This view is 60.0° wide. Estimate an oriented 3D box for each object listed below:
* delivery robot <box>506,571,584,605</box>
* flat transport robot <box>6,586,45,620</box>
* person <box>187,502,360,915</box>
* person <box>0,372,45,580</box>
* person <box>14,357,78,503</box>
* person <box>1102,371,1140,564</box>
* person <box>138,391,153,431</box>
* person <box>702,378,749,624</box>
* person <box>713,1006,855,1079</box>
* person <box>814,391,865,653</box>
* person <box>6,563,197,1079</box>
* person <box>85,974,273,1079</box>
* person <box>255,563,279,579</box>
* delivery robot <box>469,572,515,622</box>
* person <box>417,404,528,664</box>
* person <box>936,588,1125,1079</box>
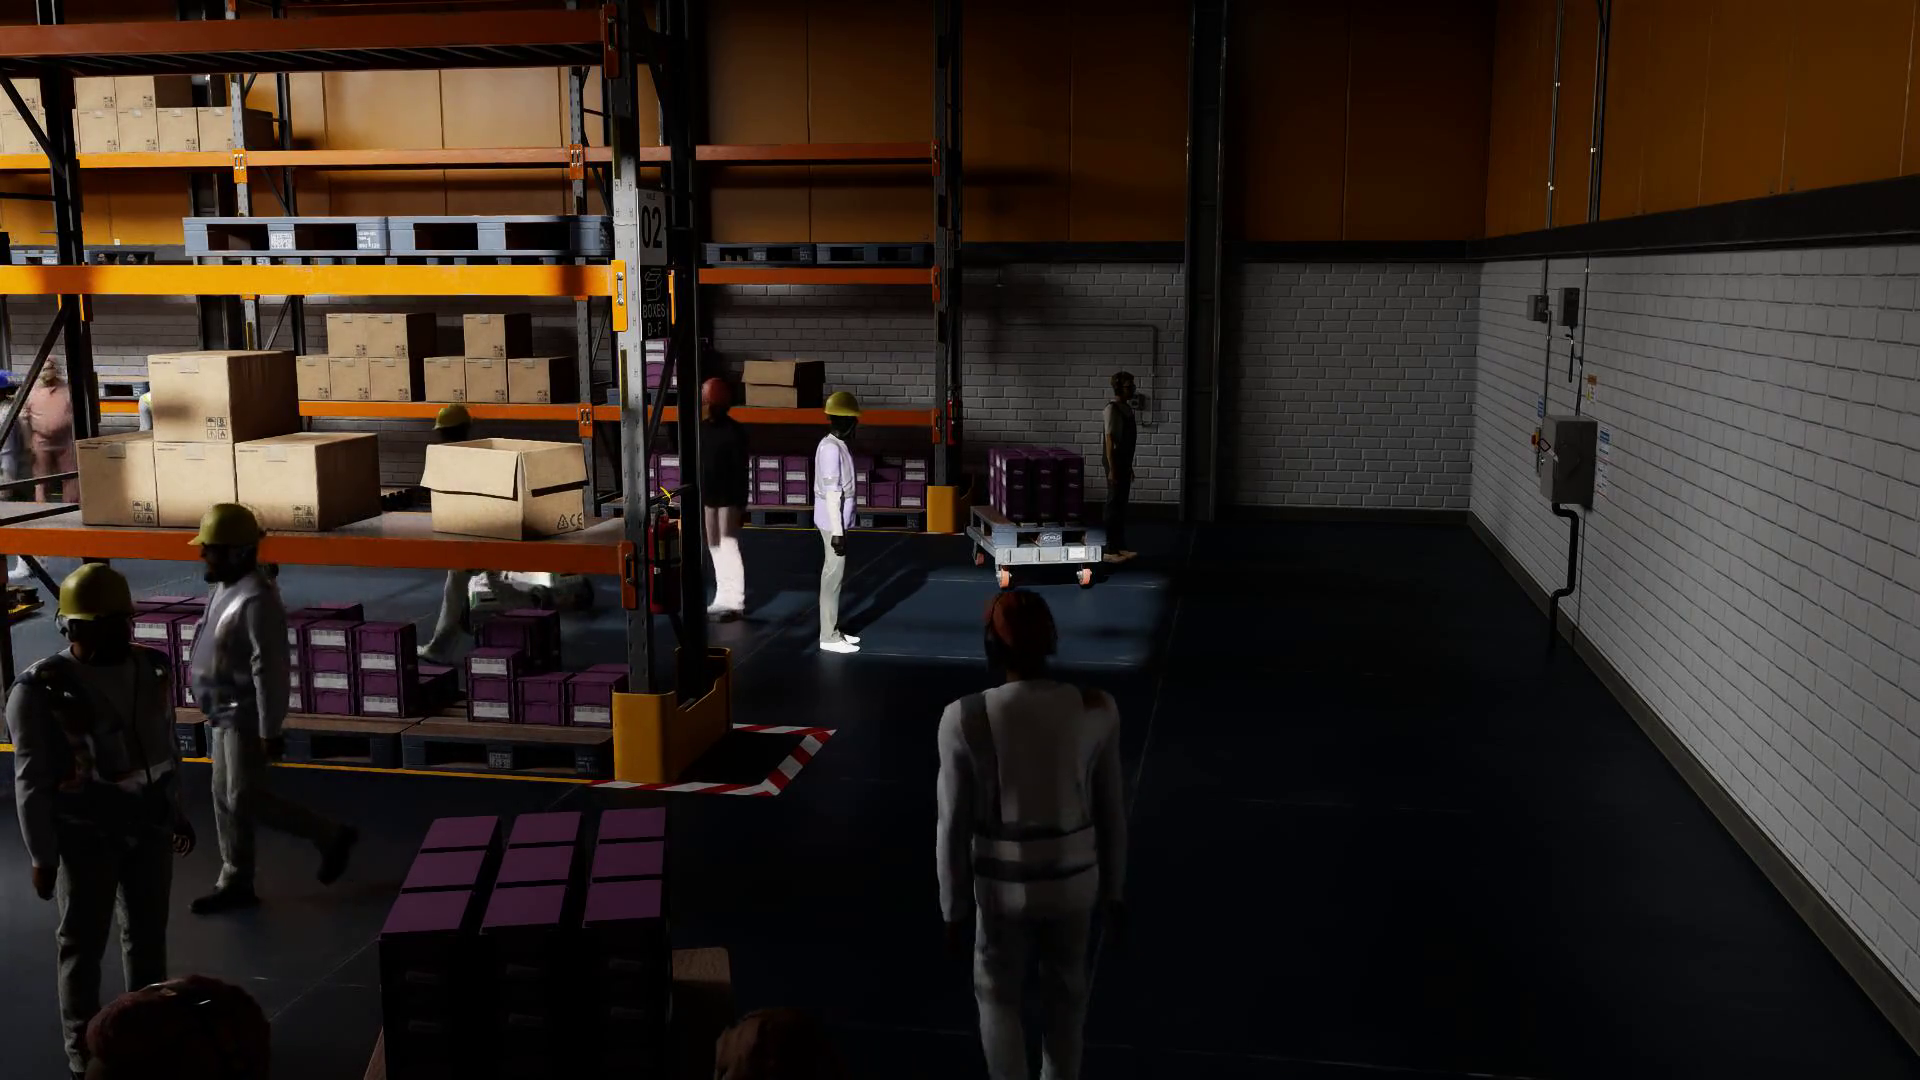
[{"bbox_3d":[-3.434,0.272,13.705,0.707,0.478,0.477,8,12,39],"label":"delivery robot"},{"bbox_3d":[-8.239,0.519,13.337,1.431,0.197,0.652,0,9,-3],"label":"flat transport robot"},{"bbox_3d":[-3.067,0.726,7.287,0.630,1.815,0.598,-6,11,-34],"label":"person"},{"bbox_3d":[-8.624,-0.581,15.054,0.439,1.927,0.603,-4,10,-23],"label":"person"},{"bbox_3d":[-9.825,-1.043,18.046,0.695,1.896,0.392,-8,12,-41],"label":"person"},{"bbox_3d":[1.550,-0.702,16.043,0.340,1.845,0.512,4,10,25],"label":"person"},{"bbox_3d":[-8.273,-0.912,17.369,0.429,1.840,0.627,6,11,32],"label":"person"},{"bbox_3d":[-1.919,-0.314,13.277,0.645,1.974,0.465,9,13,43],"label":"person"},{"bbox_3d":[-0.247,1.555,2.833,0.854,1.590,0.517,3,10,19],"label":"person"},{"bbox_3d":[-0.884,-0.138,12.294,0.384,1.924,0.594,0,9,-2],"label":"person"},{"bbox_3d":[-2.877,0.977,5.663,0.404,1.830,0.603,5,10,28],"label":"person"},{"bbox_3d":[-0.980,1.495,2.227,0.644,1.907,0.400,3,10,21],"label":"person"},{"bbox_3d":[-4.863,0.166,11.296,0.373,1.625,0.543,3,10,16],"label":"person"},{"bbox_3d":[-3.590,0.423,12.763,0.477,0.478,0.707,-3,10,-17],"label":"delivery robot"},{"bbox_3d":[-3.413,-0.015,11.761,1.011,1.880,0.641,2,9,10],"label":"person"},{"bbox_3d":[0.232,1.073,4.987,0.595,1.866,0.633,-1,9,-7],"label":"person"}]
